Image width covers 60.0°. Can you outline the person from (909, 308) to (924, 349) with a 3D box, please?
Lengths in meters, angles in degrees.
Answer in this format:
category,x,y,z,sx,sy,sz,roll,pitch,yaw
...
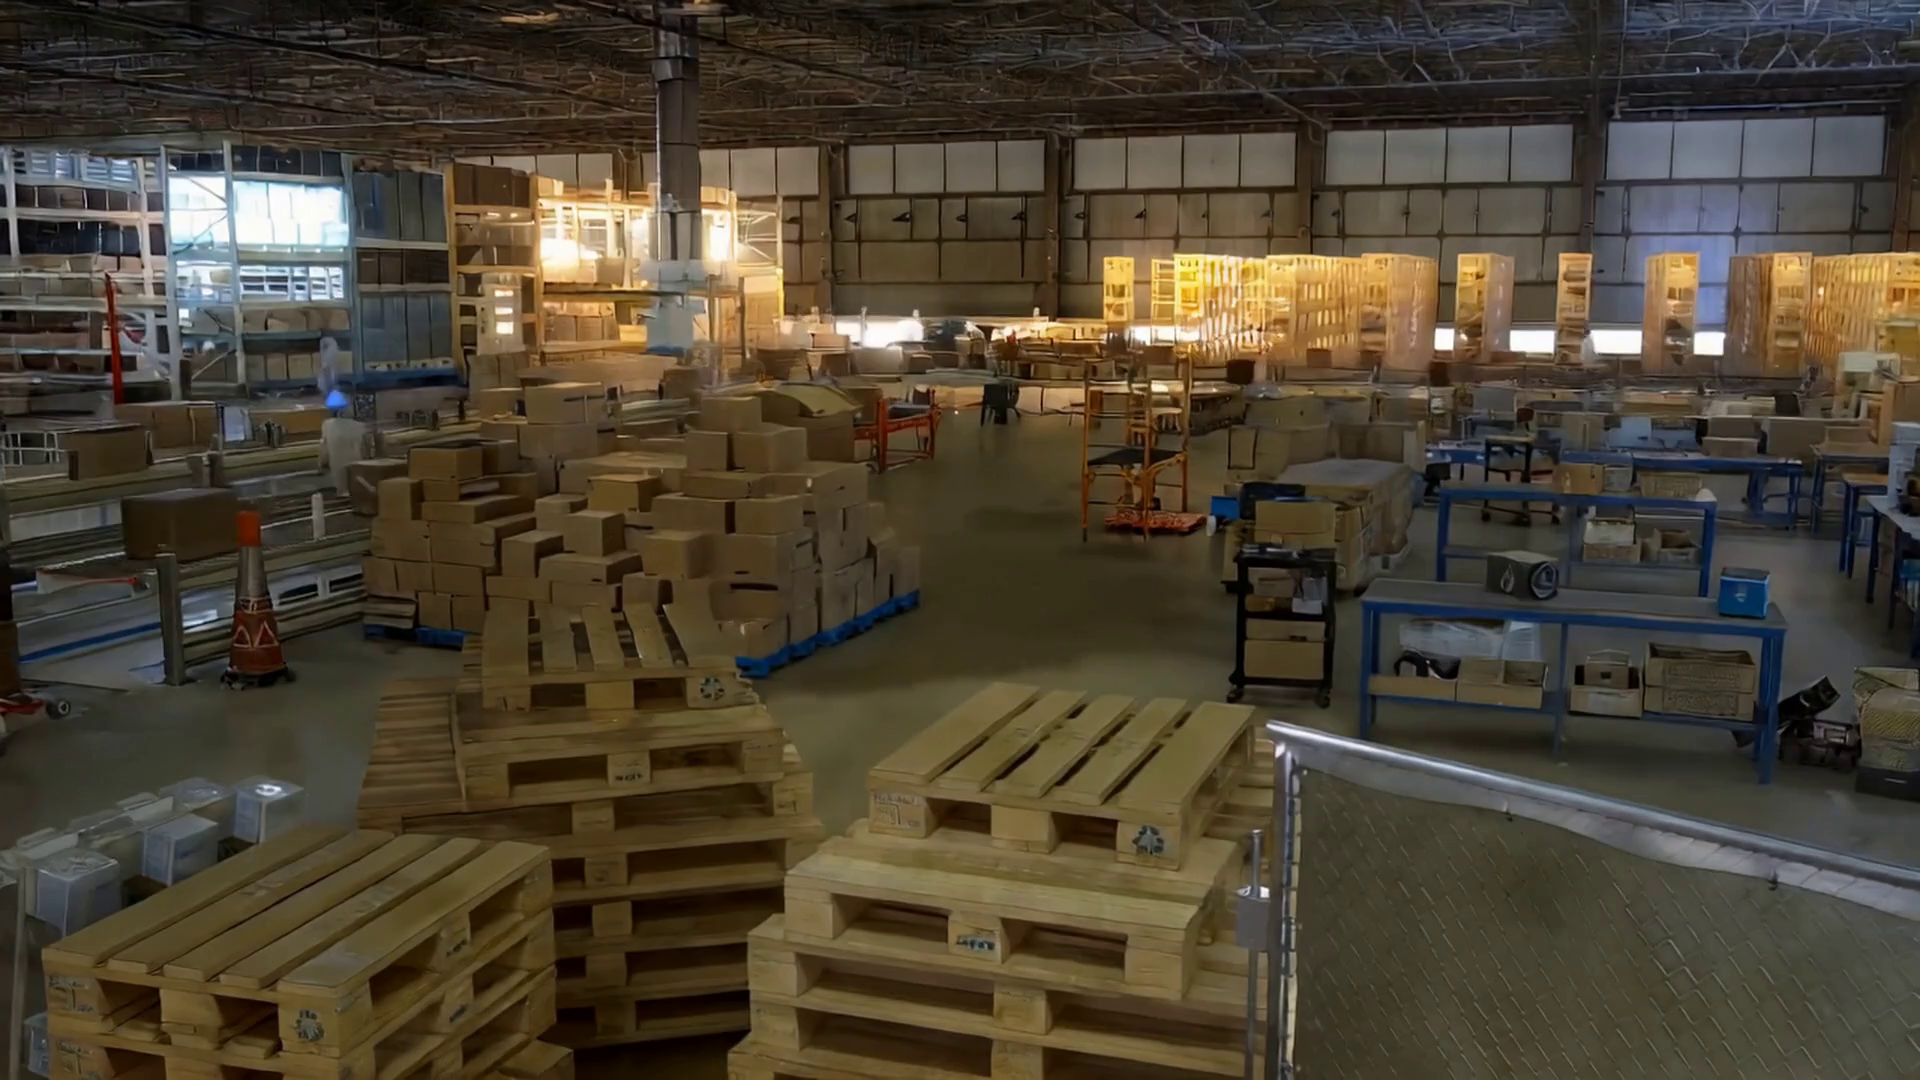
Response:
category,x,y,z,sx,sy,sz,roll,pitch,yaw
person,-1.486,-6.814,55.825,0.644,1.933,0.439,-6,11,-35

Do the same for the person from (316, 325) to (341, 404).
category,x,y,z,sx,sy,sz,roll,pitch,yaw
person,-14.252,-3.873,37.417,0.645,1.916,0.634,8,12,41

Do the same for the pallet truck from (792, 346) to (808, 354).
category,x,y,z,sx,sy,sz,roll,pitch,yaw
pallet truck,-3.705,-4.298,42.022,0.653,1.274,1.630,3,10,20

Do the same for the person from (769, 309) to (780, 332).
category,x,y,z,sx,sy,sz,roll,pitch,yaw
person,-6.982,-7.776,62.405,0.523,1.769,0.314,6,11,33

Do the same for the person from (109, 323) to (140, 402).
category,x,y,z,sx,sy,sz,roll,pitch,yaw
person,-20.062,-4.281,40.066,0.686,1.887,0.620,3,10,19

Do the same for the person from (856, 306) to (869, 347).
category,x,y,z,sx,sy,sz,roll,pitch,yaw
person,-3.762,-8.472,66.658,0.935,1.794,0.661,0,9,-1

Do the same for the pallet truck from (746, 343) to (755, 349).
category,x,y,z,sx,sy,sz,roll,pitch,yaw
pallet truck,-6.183,-4.618,44.264,1.601,1.201,0.680,-9,12,-43

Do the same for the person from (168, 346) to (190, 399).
category,x,y,z,sx,sy,sz,roll,pitch,yaw
person,-15.815,-3.116,33.630,0.640,1.615,0.503,3,10,18

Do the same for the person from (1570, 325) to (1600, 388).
category,x,y,z,sx,sy,sz,roll,pitch,yaw
person,15.713,-4.504,41.824,0.942,1.784,0.594,5,11,30

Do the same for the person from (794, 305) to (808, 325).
category,x,y,z,sx,sy,sz,roll,pitch,yaw
person,-6.114,-8.117,64.196,0.549,1.906,0.879,3,9,17

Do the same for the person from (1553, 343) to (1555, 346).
category,x,y,z,sx,sy,sz,roll,pitch,yaw
person,21.004,-7.133,58.167,0.498,1.828,0.563,2,9,11

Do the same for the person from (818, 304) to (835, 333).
category,x,y,z,sx,sy,sz,roll,pitch,yaw
person,-4.853,-7.561,60.403,0.643,1.971,0.438,-1,9,-8

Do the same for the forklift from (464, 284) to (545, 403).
category,x,y,z,sx,sy,sz,roll,pitch,yaw
forklift,-10.832,-4.702,39.610,1.129,2.768,1.873,3,10,20

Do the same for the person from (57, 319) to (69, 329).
category,x,y,z,sx,sy,sz,roll,pitch,yaw
person,-25.876,-5.510,48.131,0.596,1.785,0.923,5,10,29

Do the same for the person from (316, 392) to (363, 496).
category,x,y,z,sx,sy,sz,roll,pitch,yaw
person,-6.994,-0.836,18.931,0.524,1.732,0.838,5,10,27
